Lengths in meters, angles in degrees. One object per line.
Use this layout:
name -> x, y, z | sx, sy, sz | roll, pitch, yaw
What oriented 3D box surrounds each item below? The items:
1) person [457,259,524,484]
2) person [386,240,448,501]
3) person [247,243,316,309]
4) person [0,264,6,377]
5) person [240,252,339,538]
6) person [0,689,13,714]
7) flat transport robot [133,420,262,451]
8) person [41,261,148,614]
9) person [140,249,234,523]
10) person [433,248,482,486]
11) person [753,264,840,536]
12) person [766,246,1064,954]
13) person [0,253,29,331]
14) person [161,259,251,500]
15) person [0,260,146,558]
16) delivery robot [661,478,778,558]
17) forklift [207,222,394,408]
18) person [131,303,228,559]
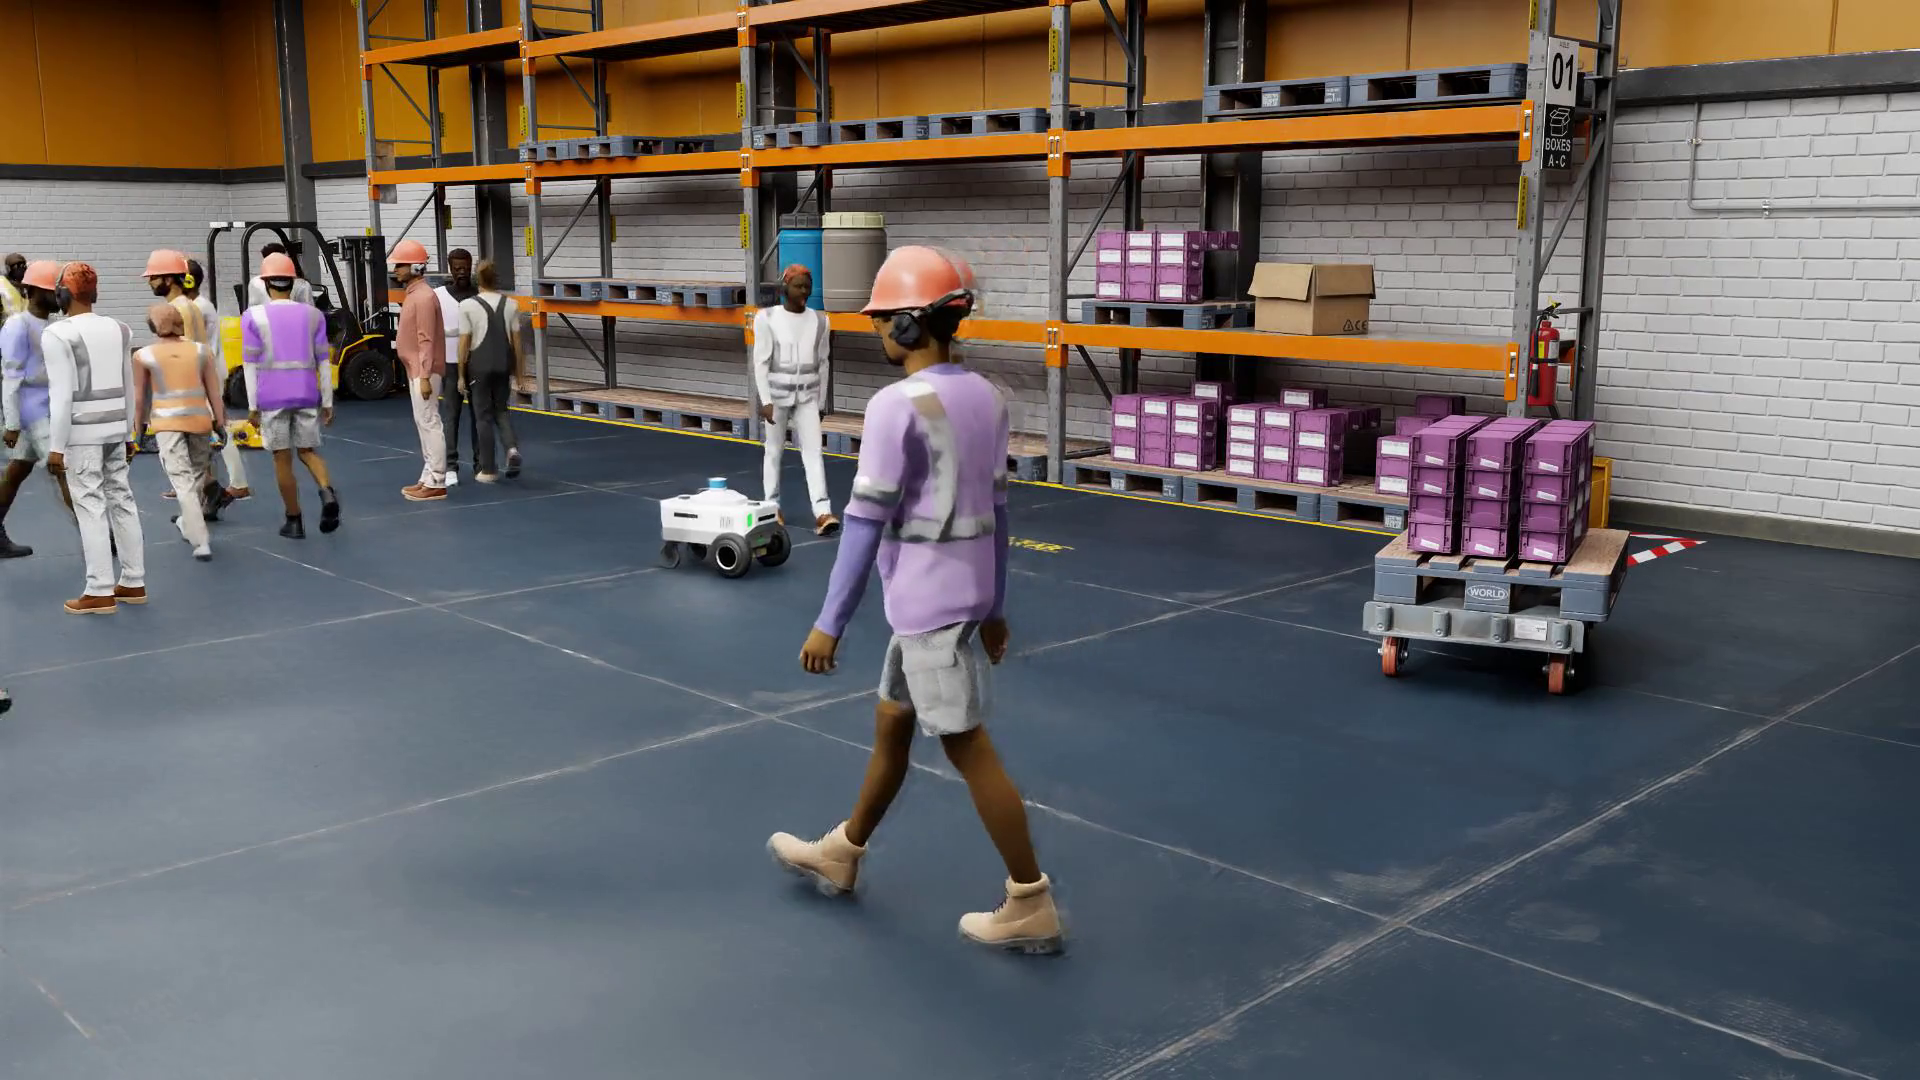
person -> -3.802, -1.356, 13.506 | 0.534, 1.832, 0.474 | -9, 13, -39
person -> -4.147, -1.295, 12.763 | 0.402, 1.989, 0.620 | -5, 11, -25
person -> -6.858, -2.042, 16.929 | 0.725, 1.942, 0.440 | -4, 11, -19
person -> -13.757, -3.286, 23.461 | 0.689, 2.000, 0.765 | -4, 11, -19
person -> -4.420, -0.934, 11.005 | 0.542, 1.916, 0.588 | -9, 14, -40
person -> -4.378, -0.146, 6.745 | 1.004, 1.890, 0.640 | 5, 12, 26
flat transport robot -> -7.284, -1.005, 15.853 | 1.431, 0.197, 0.652 | -3, 11, -17
person -> -4.663, -0.544, 8.938 | 0.341, 1.882, 0.586 | 3, 11, 14
person -> -5.432, -1.052, 11.598 | 0.400, 1.923, 0.555 | -3, 11, -17
person -> -4.040, -1.408, 13.557 | 0.597, 1.916, 0.370 | -7, 12, -32
person -> -1.124, -0.949, 11.324 | 0.580, 1.825, 1.019 | -5, 11, -23
person -> -0.133, 0.170, 4.764 | 1.044, 1.989, 0.631 | 5, 11, 25
person -> -10.655, -2.346, 18.966 | 0.853, 1.808, 0.666 | 8, 13, 39
person -> -5.802, -1.187, 12.565 | 0.762, 1.837, 0.560 | -5, 11, -24
person -> -5.700, -0.790, 10.360 | 1.028, 1.868, 0.568 | -2, 11, -9
delivery robot -> -1.461, -0.134, 10.073 | 0.707, 0.478, 0.477 | 6, 12, 28
forklift -> -8.169, -2.758, 20.163 | 2.313, 2.155, 1.214 | -10, 14, -44
person -> -4.959, -0.696, 10.538 | 0.527, 1.586, 0.878 | -9, 14, -41
